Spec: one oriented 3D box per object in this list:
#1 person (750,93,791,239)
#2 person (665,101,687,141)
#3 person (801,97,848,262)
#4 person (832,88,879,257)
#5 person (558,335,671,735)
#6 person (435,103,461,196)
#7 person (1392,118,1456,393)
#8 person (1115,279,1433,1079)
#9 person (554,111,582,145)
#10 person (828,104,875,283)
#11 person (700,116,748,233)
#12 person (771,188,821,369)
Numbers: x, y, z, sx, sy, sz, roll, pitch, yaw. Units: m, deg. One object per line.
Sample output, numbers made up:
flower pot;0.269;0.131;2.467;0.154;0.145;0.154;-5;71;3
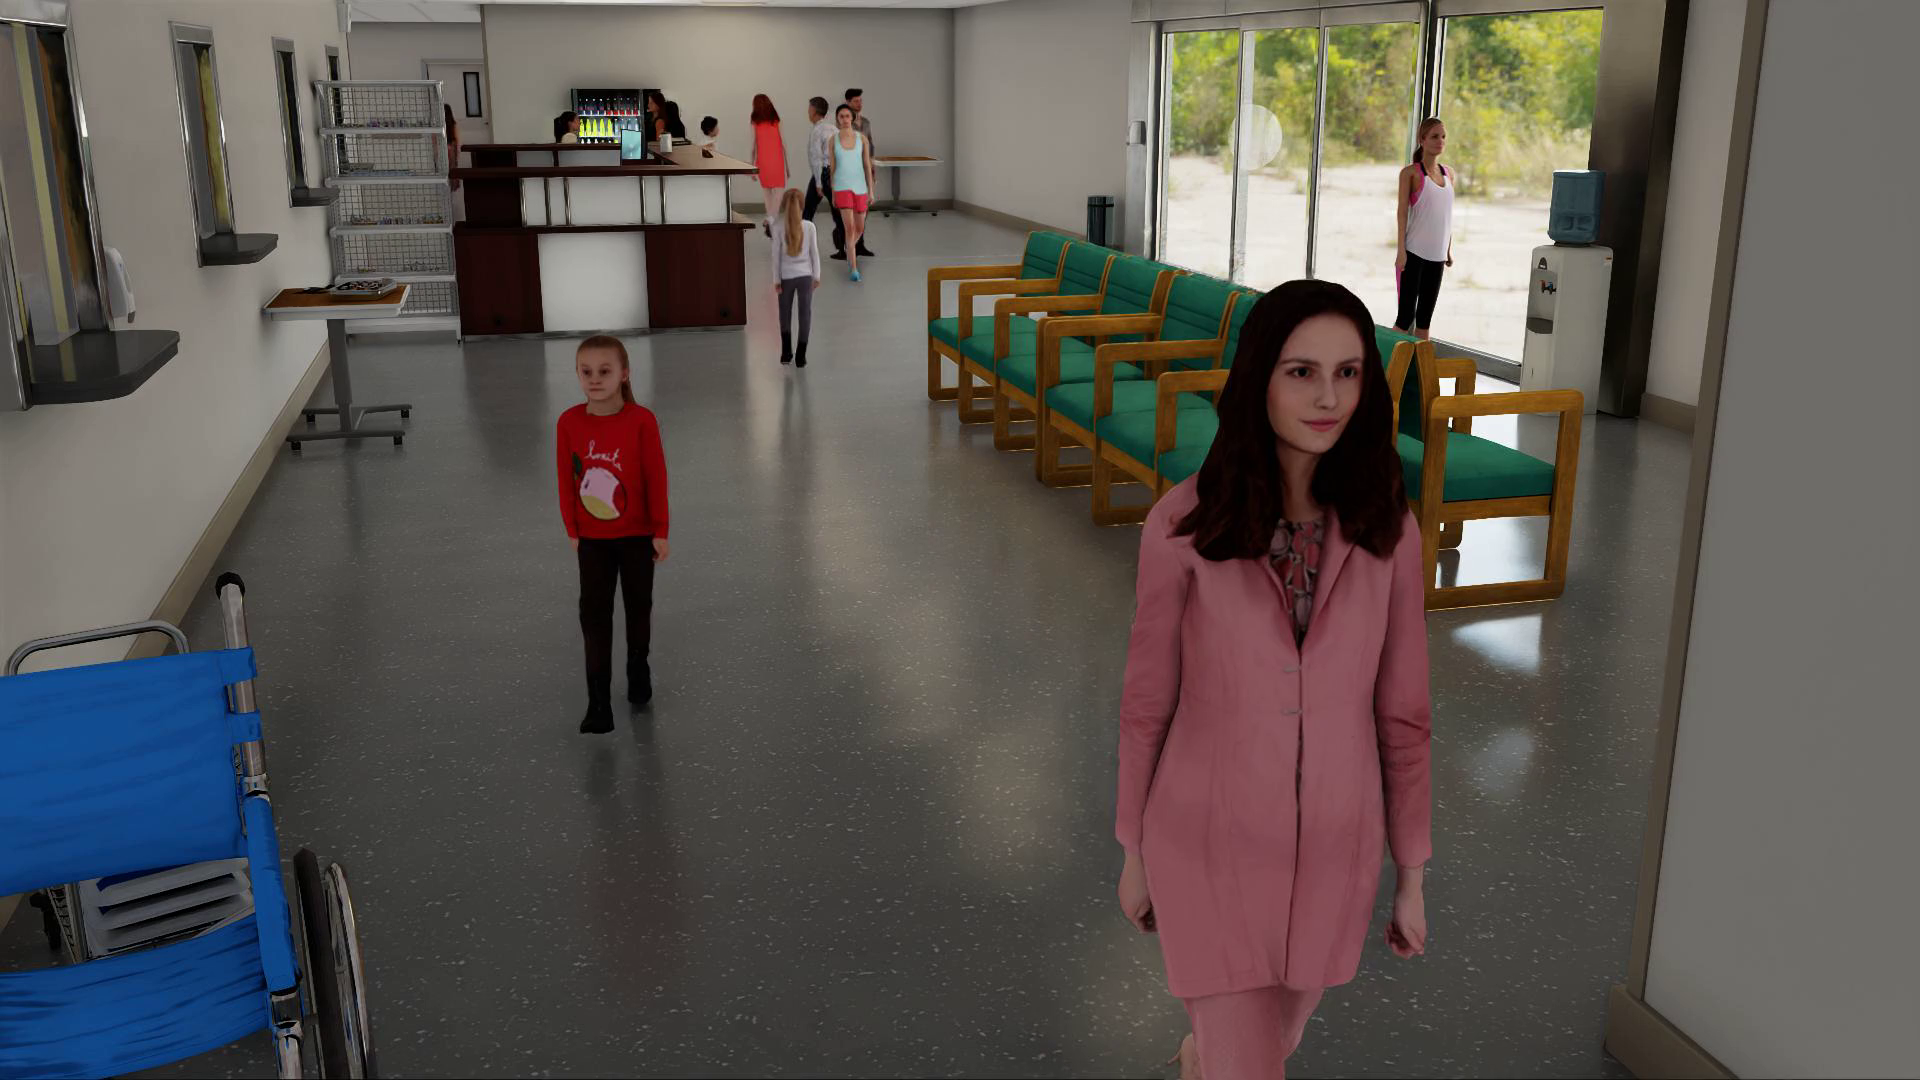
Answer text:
person;-2.328;-4.505;20.337;1.100;1.779;0.882;1;16;4
person;-3.639;-4.710;21.235;1.095;1.686;1.113;12;20;36
person;-1.411;-3.948;18.384;1.150;1.768;1.144;11;19;33
person;-1.277;-4.185;19.005;1.005;1.888;0.918;12;20;37
person;-1.111;-0.029;5.438;0.847;1.250;0.642;-2;16;-7
person;-8.694;-6.588;28.185;0.988;1.530;0.596;-4;16;-15
person;3.023;-1.852;10.913;0.518;1.788;0.699;-7;17;-24
person;0.468;0.485;2.664;1.100;1.765;0.824;-2;16;-6
person;-4.641;-4.185;19.529;1.118;1.602;0.727;-6;17;-22
person;-1.120;-3.498;16.849;1.053;1.735;0.686;-3;16;-11
person;-3.157;-4.405;20.456;0.937;1.524;0.593;-6;17;-21
person;-1.170;-1.862;11.902;0.504;1.270;0.595;-1;16;-3
